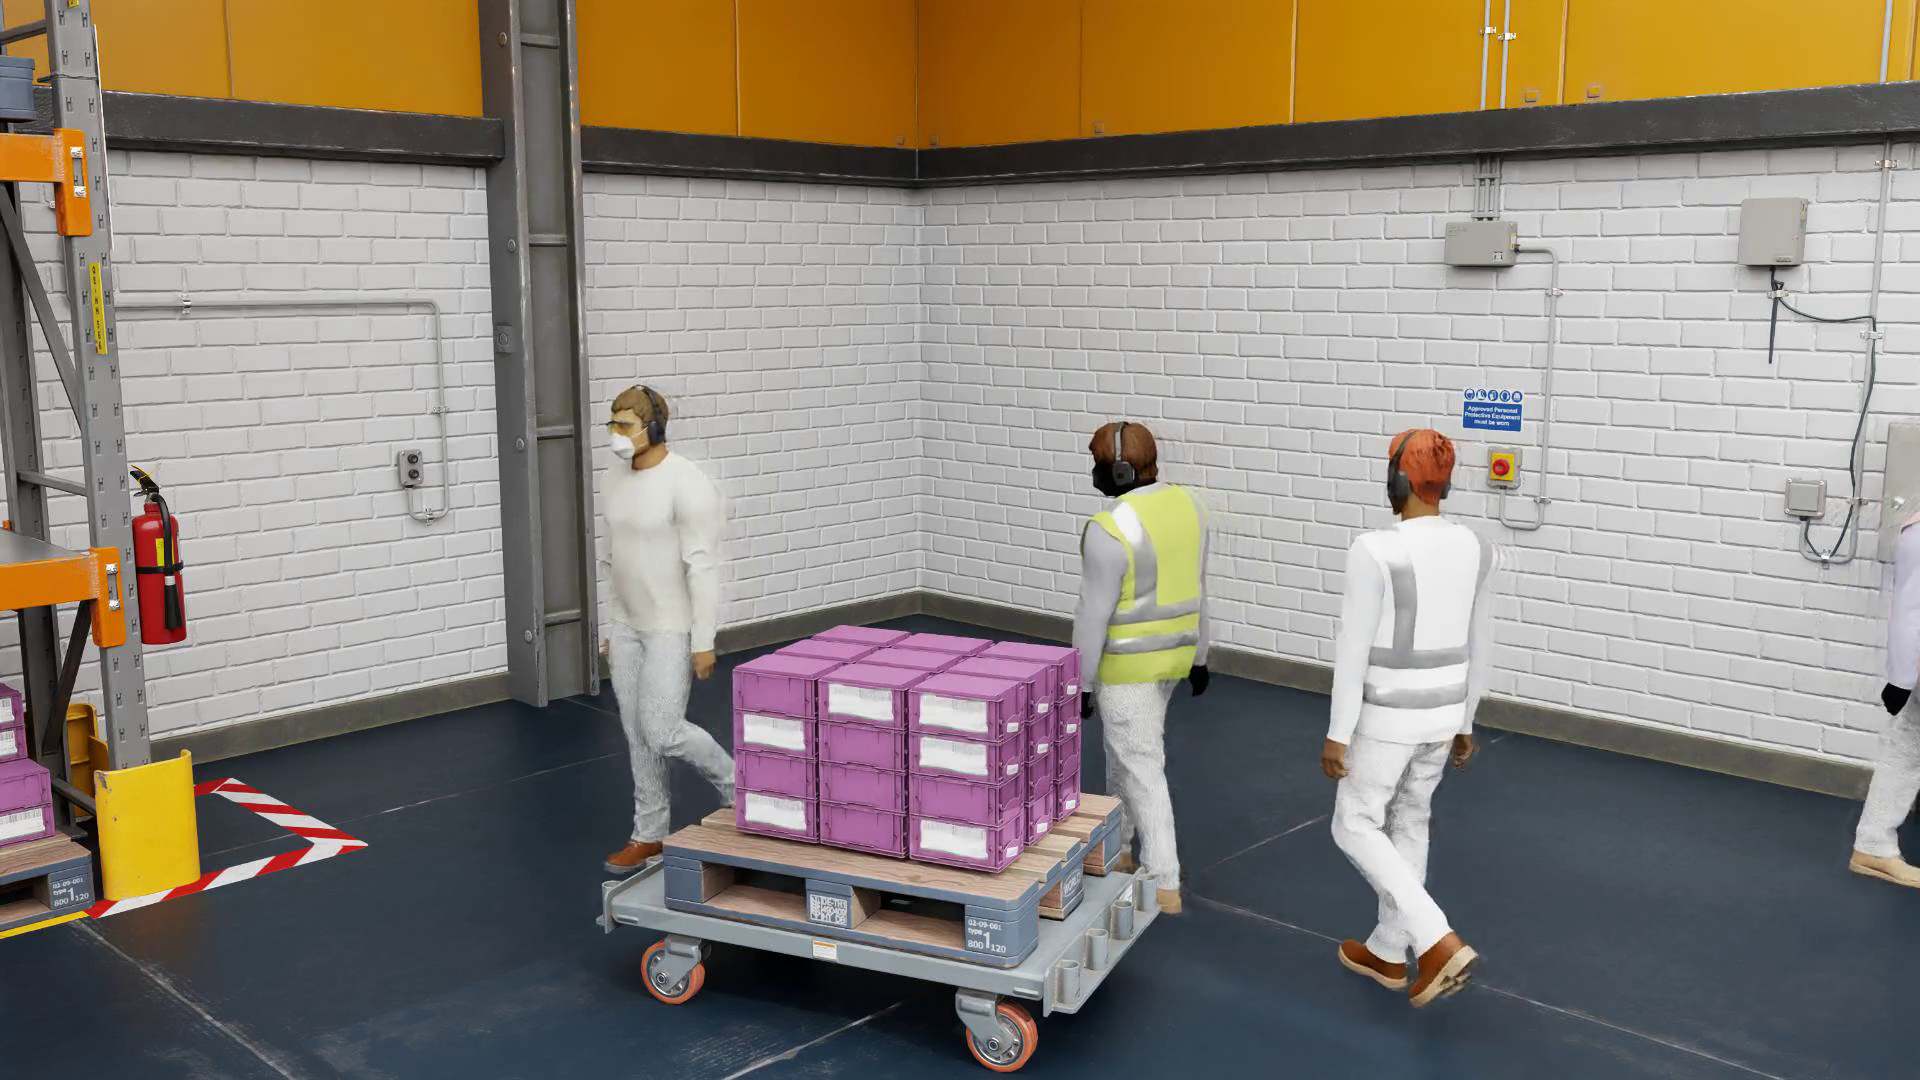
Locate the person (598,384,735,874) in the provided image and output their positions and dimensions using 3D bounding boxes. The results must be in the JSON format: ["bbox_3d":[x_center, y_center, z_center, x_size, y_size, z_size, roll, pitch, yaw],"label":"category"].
[{"bbox_3d":[-1.140,0.346,6.549,0.626,1.927,0.535,9,13,43],"label":"person"}]

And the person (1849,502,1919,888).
[{"bbox_3d":[3.774,0.480,6.116,0.622,1.798,0.902,-9,13,-43],"label":"person"}]

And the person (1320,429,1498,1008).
[{"bbox_3d":[1.442,0.579,5.284,0.601,1.869,0.613,-5,10,-27],"label":"person"}]

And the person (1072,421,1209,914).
[{"bbox_3d":[0.562,0.456,6.220,0.776,1.810,0.638,9,13,43],"label":"person"}]
